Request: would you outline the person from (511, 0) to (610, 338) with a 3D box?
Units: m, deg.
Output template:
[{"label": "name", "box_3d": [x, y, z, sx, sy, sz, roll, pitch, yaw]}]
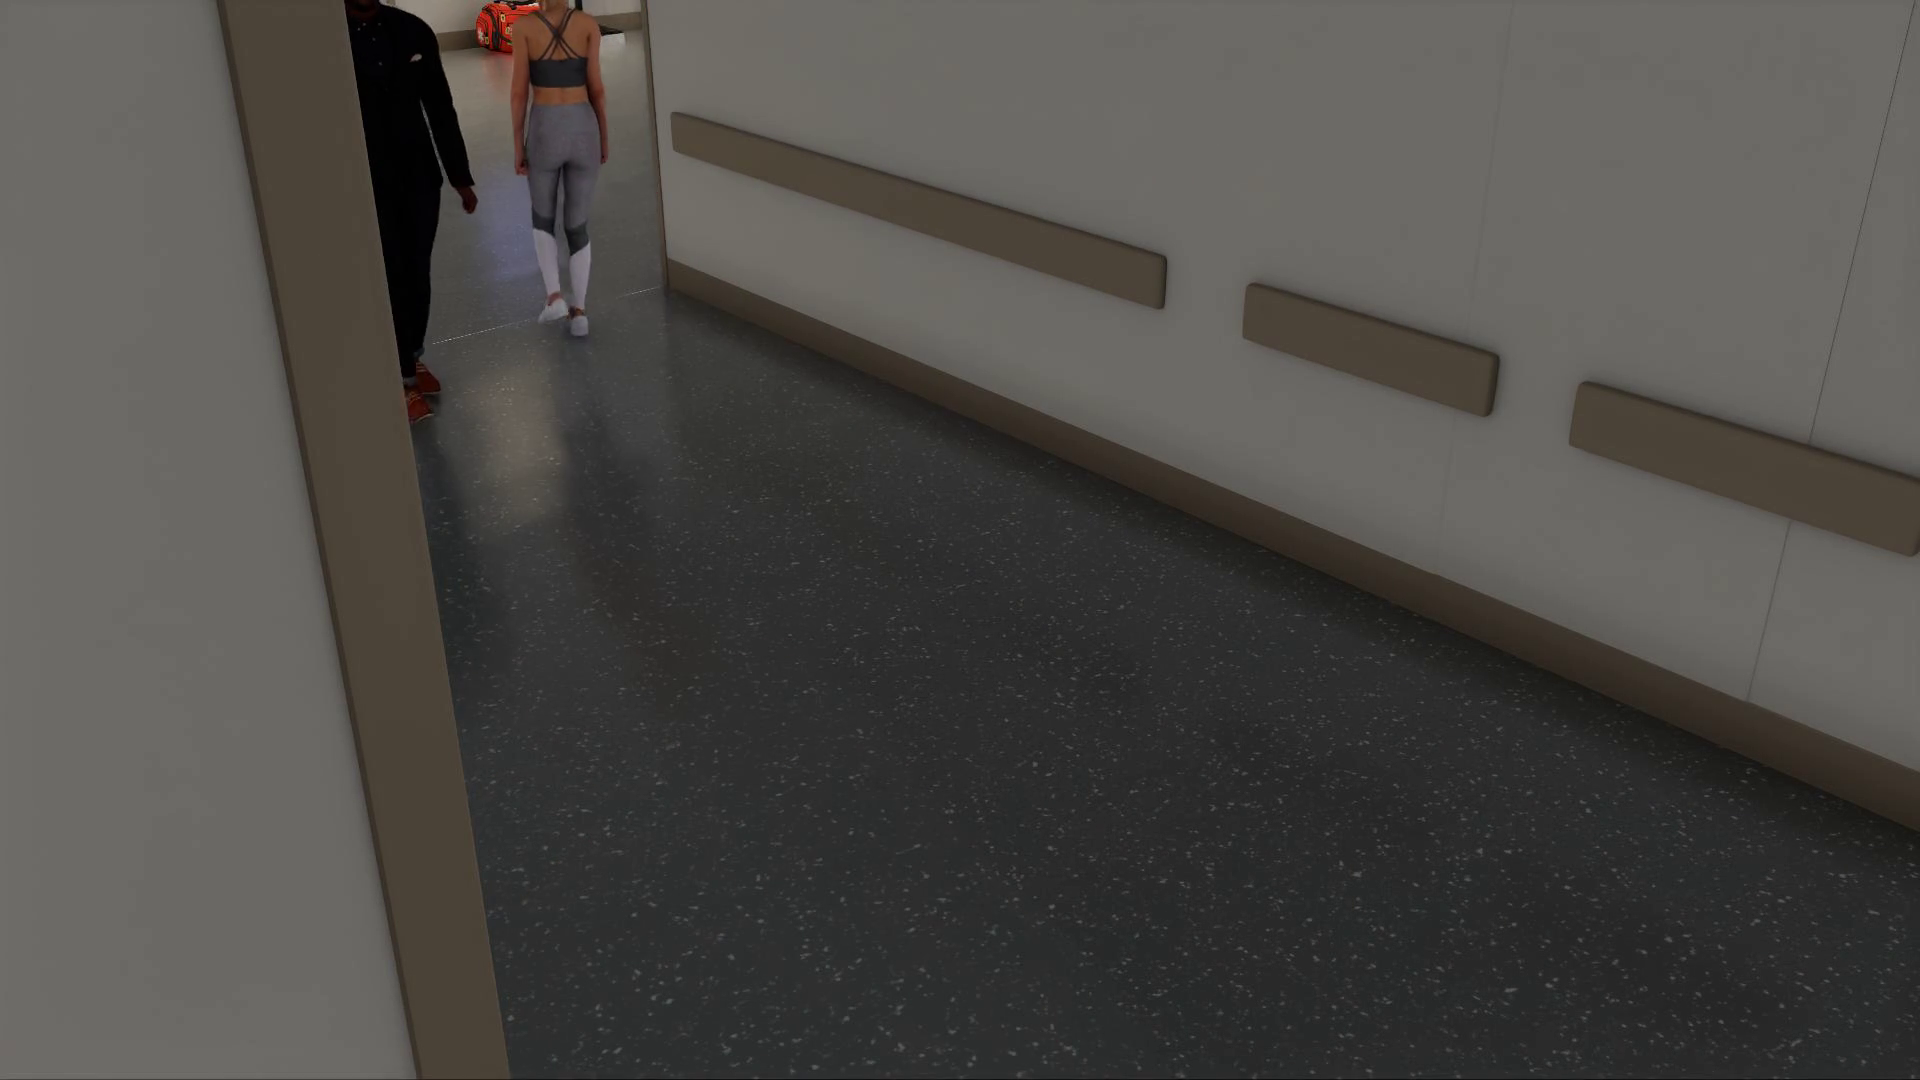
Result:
[{"label": "person", "box_3d": [-1.717, -1.703, 7.320, 0.637, 1.678, 0.734, -10, 27, -19]}]

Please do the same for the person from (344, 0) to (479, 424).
[{"label": "person", "box_3d": [-2.278, -1.415, 6.593, 0.919, 1.791, 0.810, -18, 31, -33]}]
